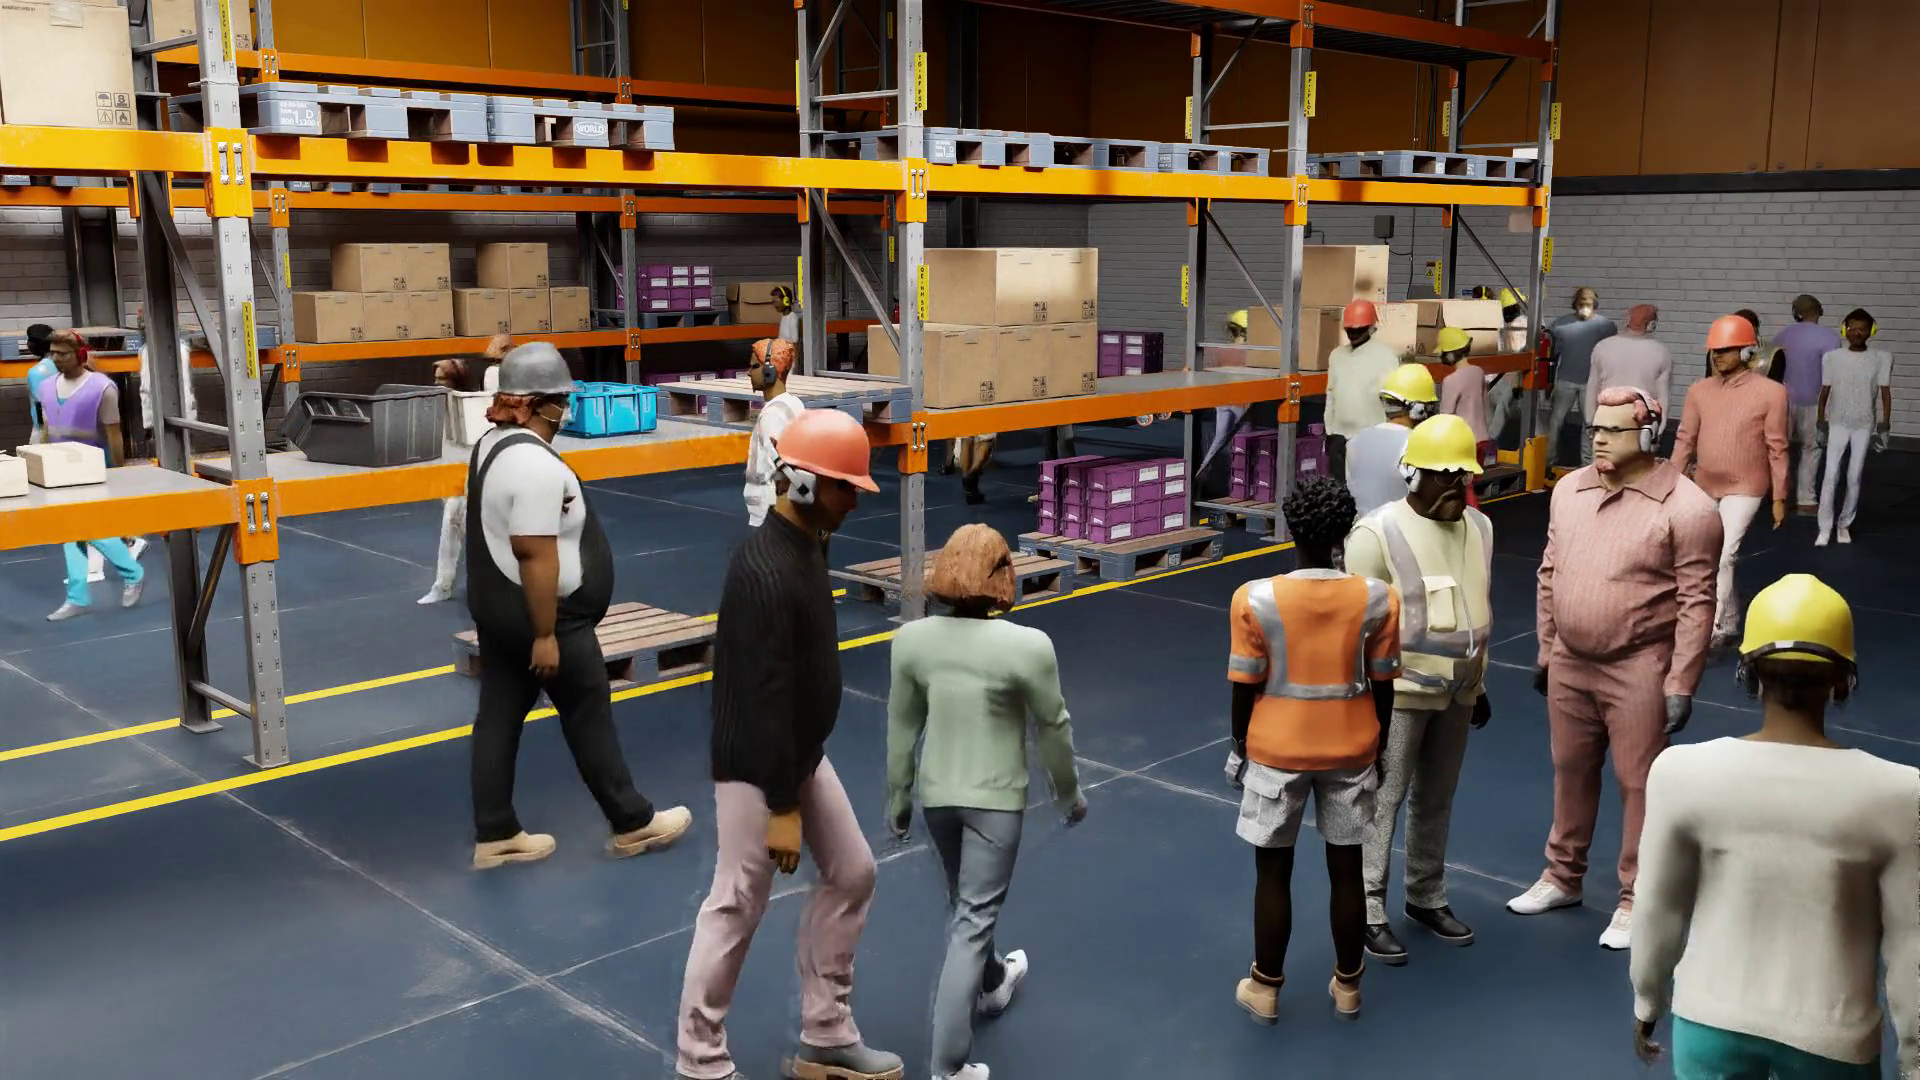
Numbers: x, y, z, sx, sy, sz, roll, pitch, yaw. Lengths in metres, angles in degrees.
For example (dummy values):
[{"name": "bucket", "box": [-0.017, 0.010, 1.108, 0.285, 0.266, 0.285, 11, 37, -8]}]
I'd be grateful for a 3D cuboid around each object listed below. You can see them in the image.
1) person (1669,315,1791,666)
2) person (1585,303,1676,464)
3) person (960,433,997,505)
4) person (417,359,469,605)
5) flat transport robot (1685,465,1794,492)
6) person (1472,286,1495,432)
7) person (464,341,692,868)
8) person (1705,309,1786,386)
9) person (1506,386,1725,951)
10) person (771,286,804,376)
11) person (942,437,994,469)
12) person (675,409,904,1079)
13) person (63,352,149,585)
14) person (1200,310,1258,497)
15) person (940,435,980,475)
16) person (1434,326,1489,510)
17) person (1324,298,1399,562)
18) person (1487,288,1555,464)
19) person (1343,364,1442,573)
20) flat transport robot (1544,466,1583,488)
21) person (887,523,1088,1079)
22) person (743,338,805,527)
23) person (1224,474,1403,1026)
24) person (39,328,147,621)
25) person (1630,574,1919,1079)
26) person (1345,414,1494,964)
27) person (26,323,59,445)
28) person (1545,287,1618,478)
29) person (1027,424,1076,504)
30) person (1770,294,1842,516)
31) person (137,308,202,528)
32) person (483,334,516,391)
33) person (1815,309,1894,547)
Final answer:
[{"name": "person", "box": [4.222, -0.273, 9.357, 0.908, 1.953, 0.643, -6, 12, -30]}, {"name": "person", "box": [5.309, -0.939, 13.247, 0.666, 1.870, 0.720, 5, 12, 27]}, {"name": "person", "box": [0.098, -1.232, 14.684, 0.558, 1.925, 0.633, 3, 11, 16]}, {"name": "person", "box": [-3.327, -0.419, 11.118, 0.518, 1.609, 0.811, 8, 13, 36]}, {"name": "flat transport robot", "box": [6.982, -0.579, 15.628, 1.431, 0.197, 0.652, -2, 11, -8]}, {"name": "person", "box": [5.669, -1.876, 18.381, 0.687, 1.848, 0.570, 5, 12, 26]}, {"name": "person", "box": [-1.489, 0.233, 6.371, 0.901, 2.000, 0.703, -7, 13, -34]}, {"name": "person", "box": [6.325, -0.965, 13.559, 0.634, 1.794, 0.943, 8, 13, 37]}, {"name": "person", "box": [2.212, 0.430, 5.666, 0.399, 1.909, 0.642, -7, 12, -32]}, {"name": "person", "box": [-1.836, -1.890, 18.484, 0.535, 1.848, 0.745, -3, 11, -17]}, {"name": "person", "box": [0.090, -1.623, 17.091, 0.682, 1.818, 0.653, -8, 13, -38]}, {"name": "person", "box": [-0.446, 0.615, 4.545, 0.774, 1.938, 0.750, 1, 10, 6]}, {"name": "person", "box": [-5.984, -0.505, 11.499, 0.465, 1.623, 0.539, -4, 11, -22]}, {"name": "person", "box": [2.508, -1.256, 15.339, 0.873, 1.732, 0.530, -9, 14, -42]}, {"name": "person", "box": [0.026, -1.610, 16.692, 0.545, 1.942, 0.349, 2, 11, 8]}, {"name": "person", "box": [3.725, -0.719, 12.382, 0.379, 1.748, 0.566, 10, 14, 43]}, {"name": "person", "box": [2.975, -0.805, 12.247, 0.740, 1.962, 0.638, -9, 14, -40]}, {"name": "person", "box": [5.806, -1.692, 17.393, 0.989, 1.853, 0.598, 8, 13, 36]}, {"name": "person", "box": [1.998, 0.069, 7.913, 0.744, 1.806, 0.613, -5, 12, -27]}, {"name": "flat transport robot", "box": [5.998, -0.503, 15.217, 0.652, 0.197, 1.431, -2, 11, -9]}, {"name": "person", "box": [0.086, 0.741, 4.830, 0.516, 1.592, 0.857, 6, 12, 29]}, {"name": "person", "box": [-0.954, -0.099, 8.621, 0.355, 1.882, 0.575, 0, 10, 2]}, {"name": "person", "box": [1.060, 0.654, 5.049, 0.550, 1.699, 0.343, -1, 10, -3]}, {"name": "person", "box": [-5.543, -0.418, 10.492, 0.570, 1.834, 0.555, 4, 11, 21]}, {"name": "person", "box": [1.594, 0.943, 3.248, 0.571, 1.753, 0.410, 7, 12, 32]}, {"name": "person", "box": [1.549, 0.489, 5.554, 0.601, 1.827, 0.404, -6, 12, -28]}, {"name": "person", "box": [-7.598, -0.988, 14.013, 0.742, 1.676, 0.538, 1, 10, 7]}, {"name": "person", "box": [6.073, -1.517, 16.277, 0.655, 1.914, 0.442, 3, 11, 14]}, {"name": "person", "box": [0.853, -1.215, 14.801, 0.345, 1.846, 0.508, -8, 13, -38]}, {"name": "person", "box": [7.154, -1.133, 14.214, 0.695, 1.905, 0.779, -2, 11, -10]}, {"name": "person", "box": [-6.304, -0.955, 13.343, 0.658, 1.855, 0.521, 7, 13, 34]}, {"name": "person", "box": [-3.647, -0.840, 13.367, 0.377, 1.620, 0.509, -6, 12, -28]}, {"name": "person", "box": [6.871, -0.840, 12.791, 0.517, 1.838, 0.855, 5, 11, 25]}]
